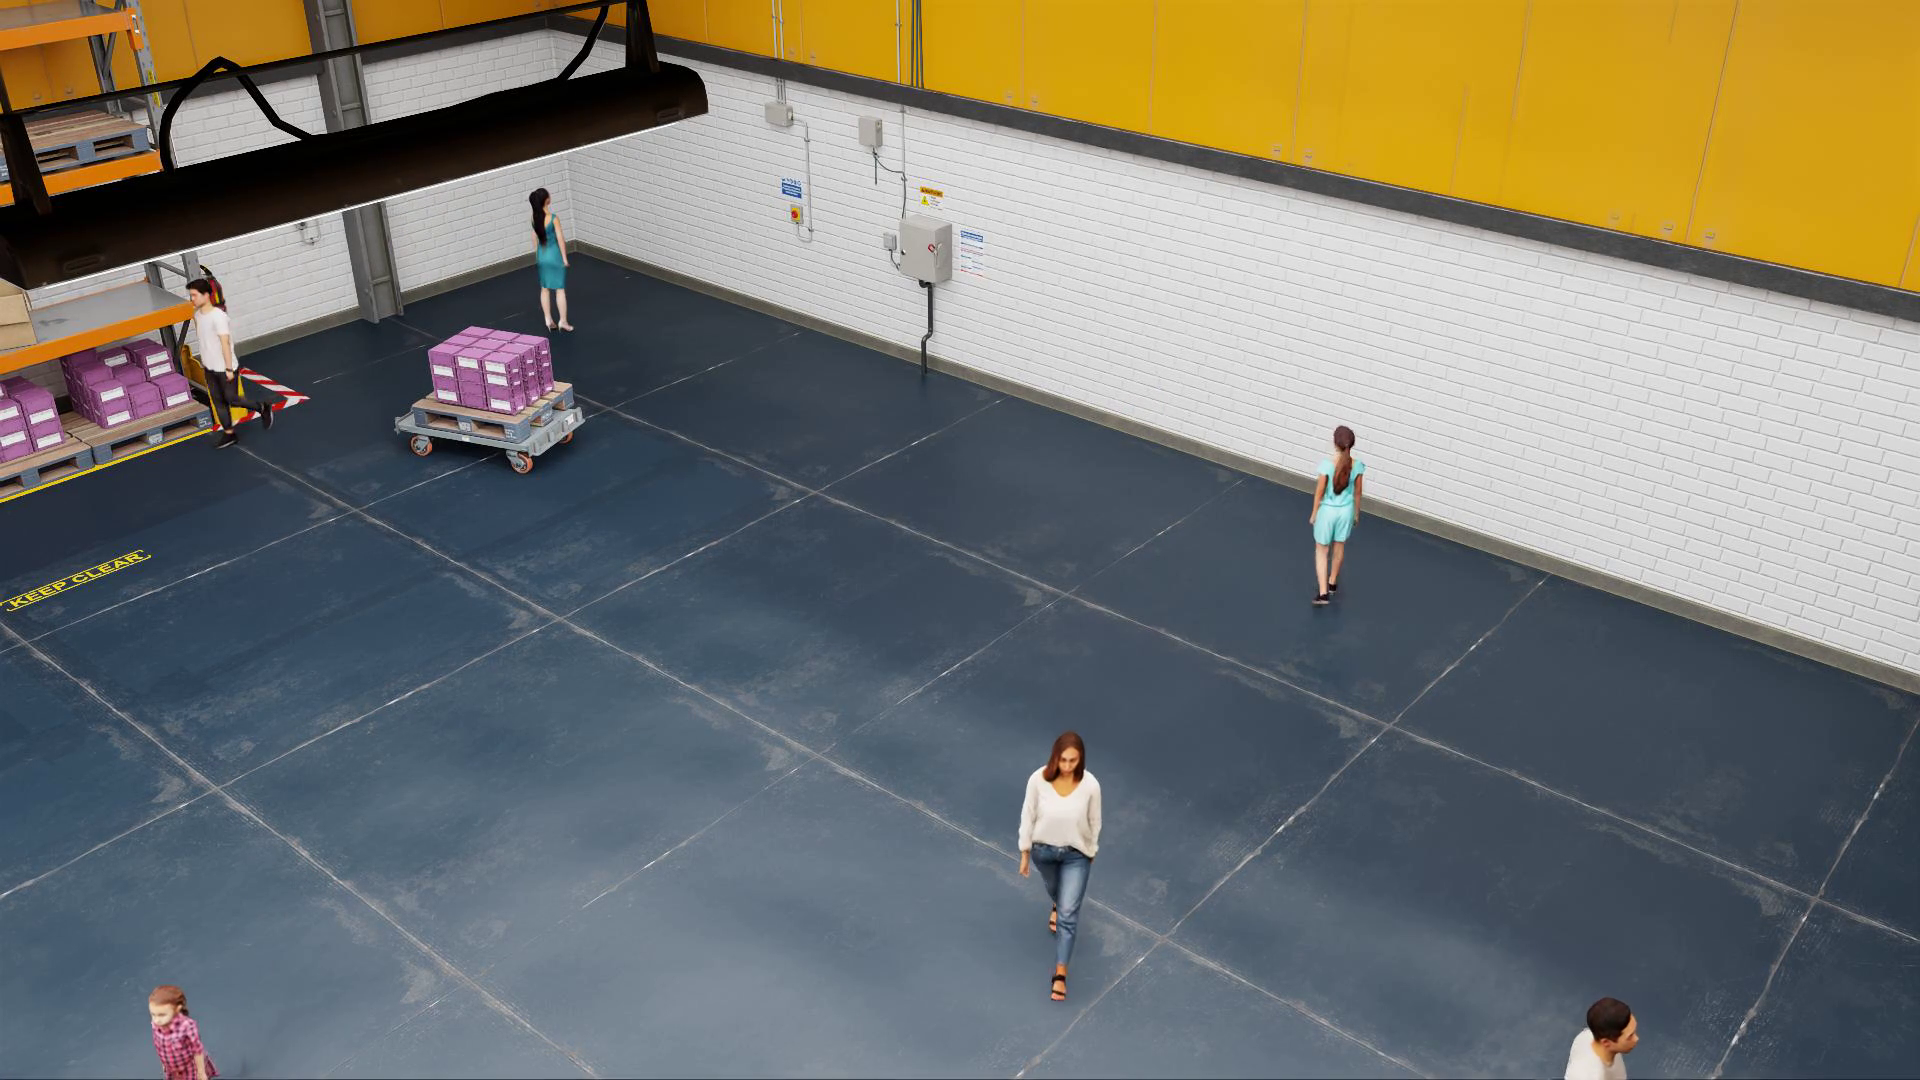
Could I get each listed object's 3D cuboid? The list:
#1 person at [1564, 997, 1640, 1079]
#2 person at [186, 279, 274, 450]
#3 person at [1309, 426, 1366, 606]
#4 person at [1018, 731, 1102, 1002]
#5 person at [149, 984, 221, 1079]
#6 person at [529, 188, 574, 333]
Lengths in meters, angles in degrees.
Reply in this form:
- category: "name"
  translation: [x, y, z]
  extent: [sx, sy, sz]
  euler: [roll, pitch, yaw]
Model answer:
- category: "person"
  translation: [2.841, 2.819, 7.840]
  extent: [0.899, 1.792, 1.010]
  euler: [12, 31, 21]
- category: "person"
  translation: [-7.185, -1.755, 16.312]
  extent: [0.684, 1.709, 0.917]
  euler: [19, 34, 31]
- category: "person"
  translation: [3.071, -0.214, 13.636]
  extent: [0.844, 1.566, 0.925]
  euler: [1, 29, 2]
- category: "person"
  translation: [0.597, 1.798, 9.876]
  extent: [0.918, 1.635, 1.161]
  euler: [6, 29, 12]
- category: "person"
  translation: [-4.082, 2.729, 8.816]
  extent: [0.579, 1.015, 0.657]
  euler: [3, 29, 5]
- category: "person"
  translation: [-4.677, -3.191, 18.969]
  extent: [0.618, 1.686, 0.588]
  euler: [10, 30, 17]
